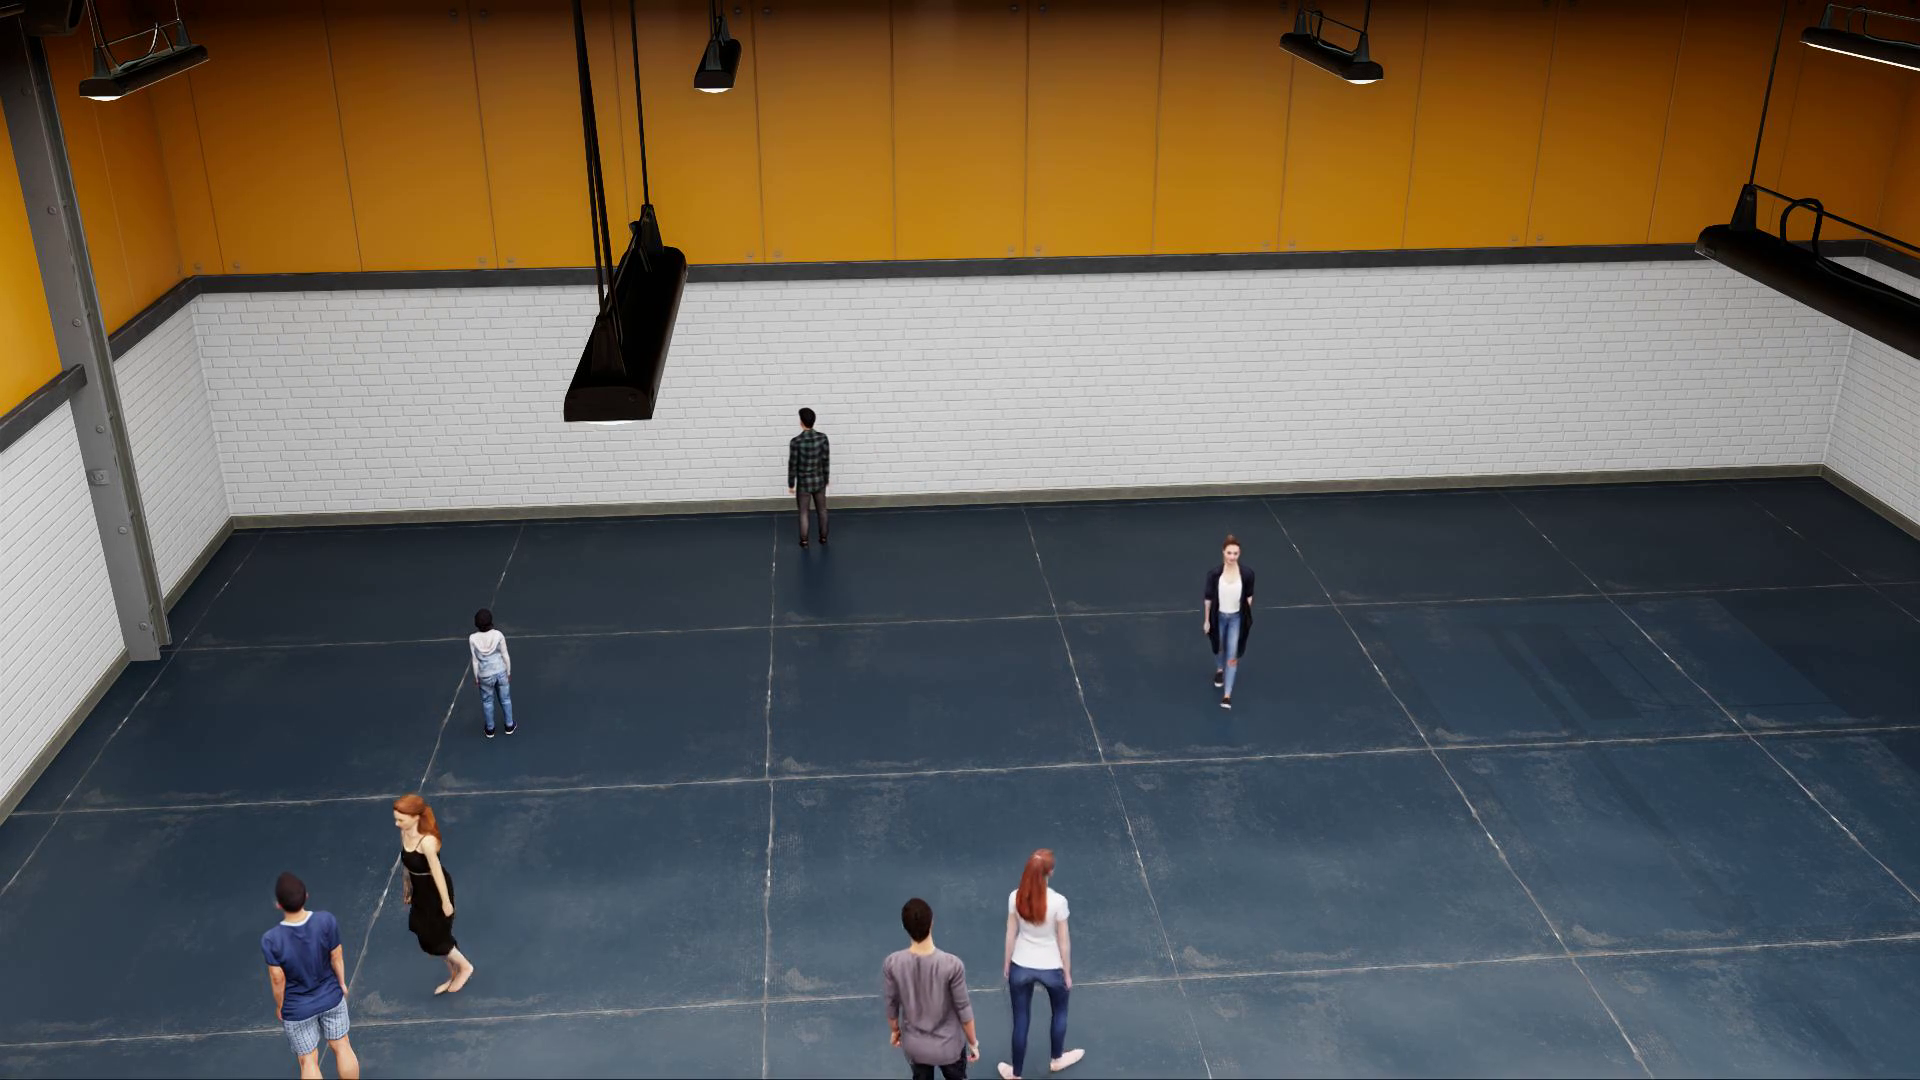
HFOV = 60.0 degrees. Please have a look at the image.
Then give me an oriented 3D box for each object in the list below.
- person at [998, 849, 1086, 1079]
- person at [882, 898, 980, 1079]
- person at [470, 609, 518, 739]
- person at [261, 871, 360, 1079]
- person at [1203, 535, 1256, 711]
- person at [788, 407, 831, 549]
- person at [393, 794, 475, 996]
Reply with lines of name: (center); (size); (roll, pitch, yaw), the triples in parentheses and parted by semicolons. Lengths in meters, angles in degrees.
person: (0.483, 2.818, 10.815); (0.806, 1.721, 0.804); (3, 24, 6)
person: (-0.200, 3.083, 10.083); (0.854, 1.822, 0.830); (7, 25, 15)
person: (-4.255, 1.197, 15.099); (0.518, 1.261, 0.538); (-7, 25, -15)
person: (-4.082, 2.890, 10.485); (0.710, 1.855, 0.732); (-17, 29, -34)
person: (2.520, 0.723, 15.722); (0.846, 1.631, 1.187); (4, 24, 9)
person: (-1.718, -0.697, 19.013); (0.734, 1.714, 0.648); (-10, 26, -22)
person: (-3.648, 2.472, 11.754); (0.715, 1.605, 0.789); (22, 32, 40)
